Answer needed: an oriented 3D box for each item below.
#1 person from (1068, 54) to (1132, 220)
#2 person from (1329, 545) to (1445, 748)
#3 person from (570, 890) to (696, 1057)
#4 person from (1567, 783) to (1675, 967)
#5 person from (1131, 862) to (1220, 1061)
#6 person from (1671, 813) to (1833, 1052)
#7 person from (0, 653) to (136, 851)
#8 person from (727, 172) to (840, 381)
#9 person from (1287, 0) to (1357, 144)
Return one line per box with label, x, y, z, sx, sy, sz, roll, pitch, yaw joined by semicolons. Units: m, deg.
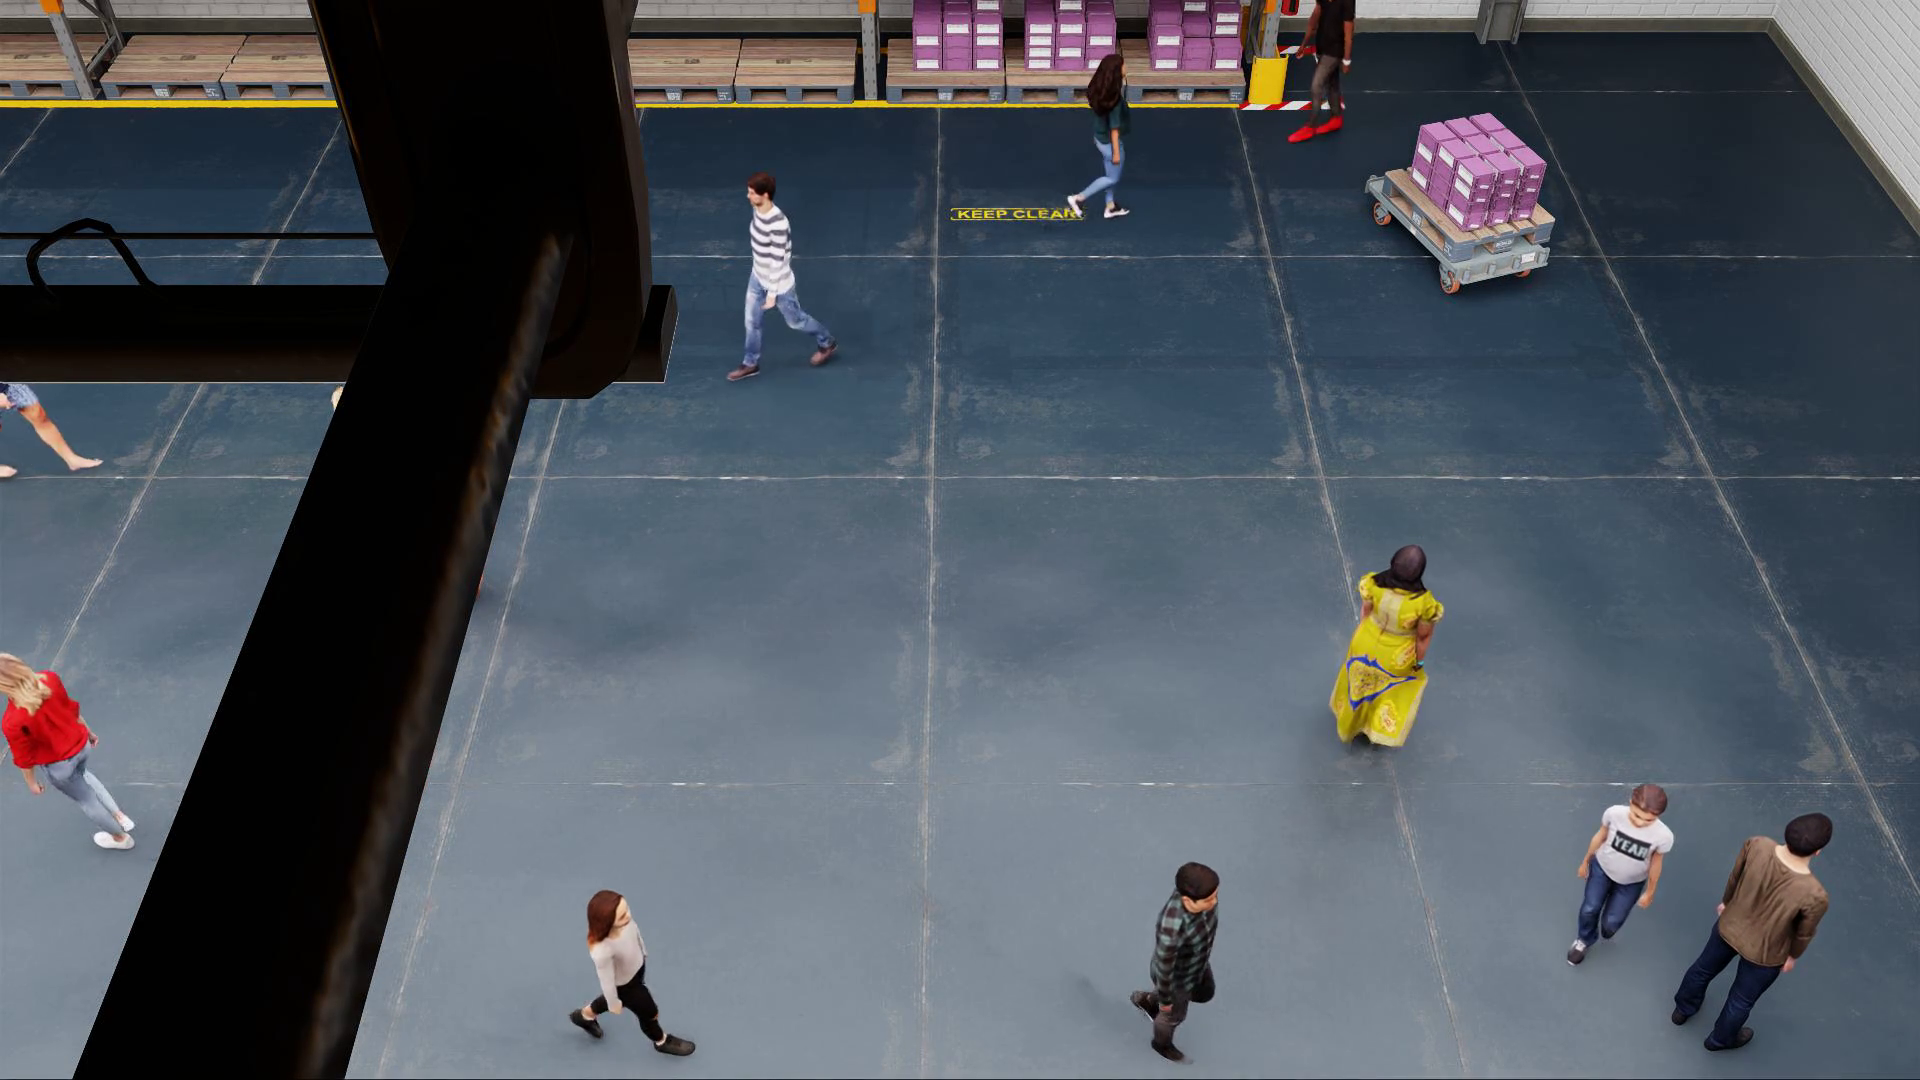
person;1.262;-3.546;14.822;0.920;1.608;0.731;-11;45;-11
person;2.621;0.724;10.312;0.934;1.647;0.990;22;48;21
person;-1.833;2.288;8.801;0.933;1.466;0.615;5;44;5
person;3.692;1.797;9.260;0.753;1.544;0.804;28;50;26
person;1.117;2.208;8.815;0.875;1.704;0.854;24;49;23
person;4.175;2.060;8.735;0.760;1.887;0.744;-24;49;-23
person;-5.156;1.270;9.705;0.648;1.693;0.682;9;44;10
person;-1.380;-2.073;13.128;1.260;1.812;1.075;-25;49;-24
person;3.635;-4.715;15.924;0.997;1.781;0.836;-16;46;-16
